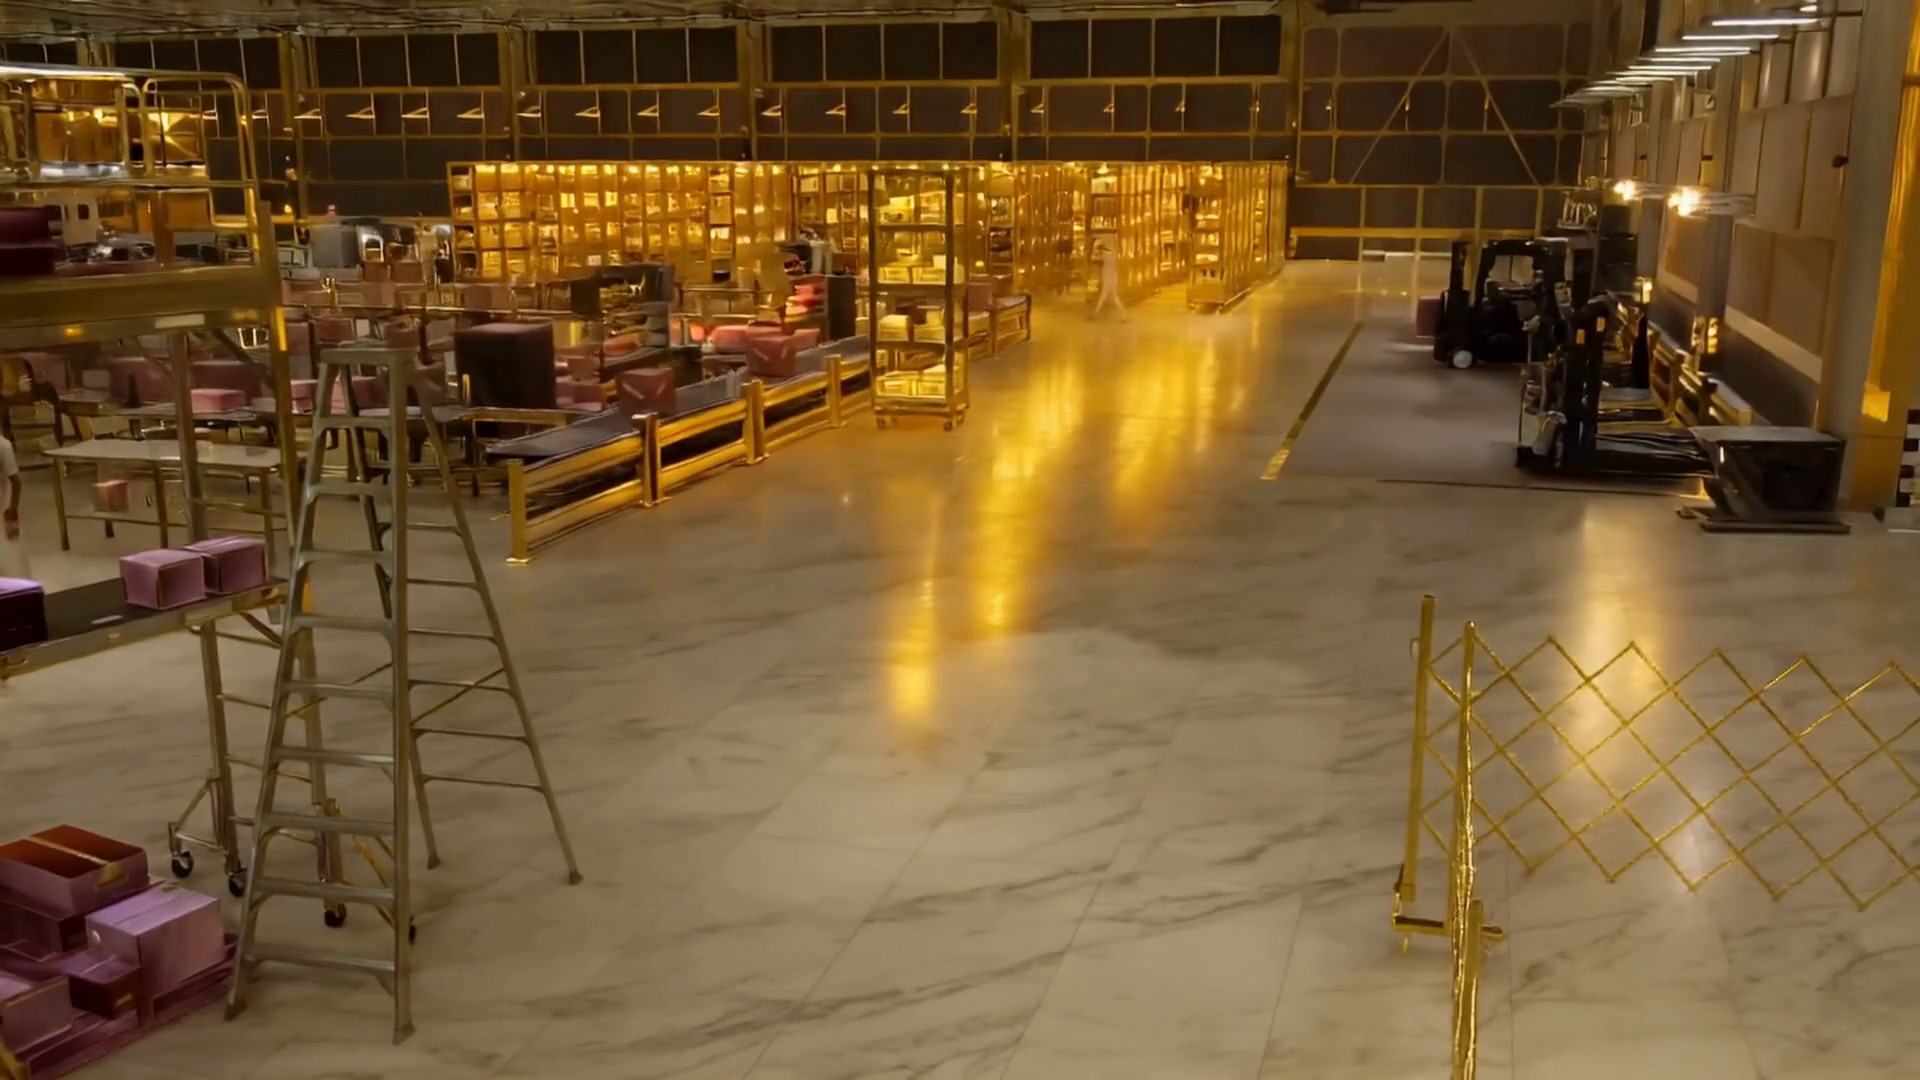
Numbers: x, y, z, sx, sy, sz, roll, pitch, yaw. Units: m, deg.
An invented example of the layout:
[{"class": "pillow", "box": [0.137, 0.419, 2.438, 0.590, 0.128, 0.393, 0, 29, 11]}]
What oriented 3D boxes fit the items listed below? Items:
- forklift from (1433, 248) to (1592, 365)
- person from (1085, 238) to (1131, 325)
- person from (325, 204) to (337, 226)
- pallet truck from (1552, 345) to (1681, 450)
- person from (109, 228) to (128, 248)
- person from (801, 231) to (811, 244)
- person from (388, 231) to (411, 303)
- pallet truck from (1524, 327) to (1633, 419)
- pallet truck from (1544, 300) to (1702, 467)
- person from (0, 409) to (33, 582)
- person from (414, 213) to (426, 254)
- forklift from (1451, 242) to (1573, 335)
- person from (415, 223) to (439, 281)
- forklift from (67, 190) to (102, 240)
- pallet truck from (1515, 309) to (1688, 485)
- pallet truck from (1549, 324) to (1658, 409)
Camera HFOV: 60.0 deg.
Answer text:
[{"class": "forklift", "box": [9.780, -4.111, 29.280, 2.680, 1.987, 1.157, 3, 13, 14]}, {"class": "person", "box": [3.365, -5.809, 37.436, 1.054, 1.929, 0.659, 4, 14, 16]}, {"class": "person", "box": [-24.452, -12.096, 64.657, 0.881, 1.915, 0.551, 6, 14, 24]}, {"class": "pallet truck", "box": [8.641, -1.896, 21.908, 1.630, 1.274, 0.653, 4, 14, 16]}, {"class": "person", "box": [-23.088, -7.650, 45.629, 0.420, 1.816, 0.611, 4, 14, 17]}, {"class": "person", "box": [-3.980, -7.306, 44.226, 0.628, 1.788, 0.577, 2, 13, 8]}, {"class": "person", "box": [-14.491, -7.070, 43.088, 0.565, 1.837, 0.401, -1, 13, -3]}, {"class": "pallet truck", "box": [9.065, -2.460, 24.370, 1.522, 1.261, 0.704, 3, 13, 14]}, {"class": "pallet truck", "box": [8.263, -1.952, 20.631, 1.885, 1.965, 0.823, 5, 14, 20]}, {"class": "person", "box": [-7.731, -0.211, 13.390, 0.521, 1.873, 0.334, 10, 16, 37]}, {"class": "person", "box": [-19.142, -10.742, 59.182, 0.485, 1.735, 0.346, -8, 15, -31]}, {"class": "forklift", "box": [10.464, -4.597, 31.405, 2.680, 1.987, 1.157, 4, 14, 16]}, {"class": "person", "box": [-15.194, -8.098, 47.446, 0.659, 1.864, 0.930, -4, 14, -15]}, {"class": "forklift", "box": [-28.161, -10.026, 53.579, 1.129, 2.768, 1.873, 4, 14, 16]}, {"class": "pallet truck", "box": [7.554, -1.677, 19.446, 1.885, 1.965, 0.823, 3, 13, 14]}, {"class": "pallet truck", "box": [9.824, -2.669, 25.407, 1.601, 1.201, 0.680, 4, 14, 16]}]
